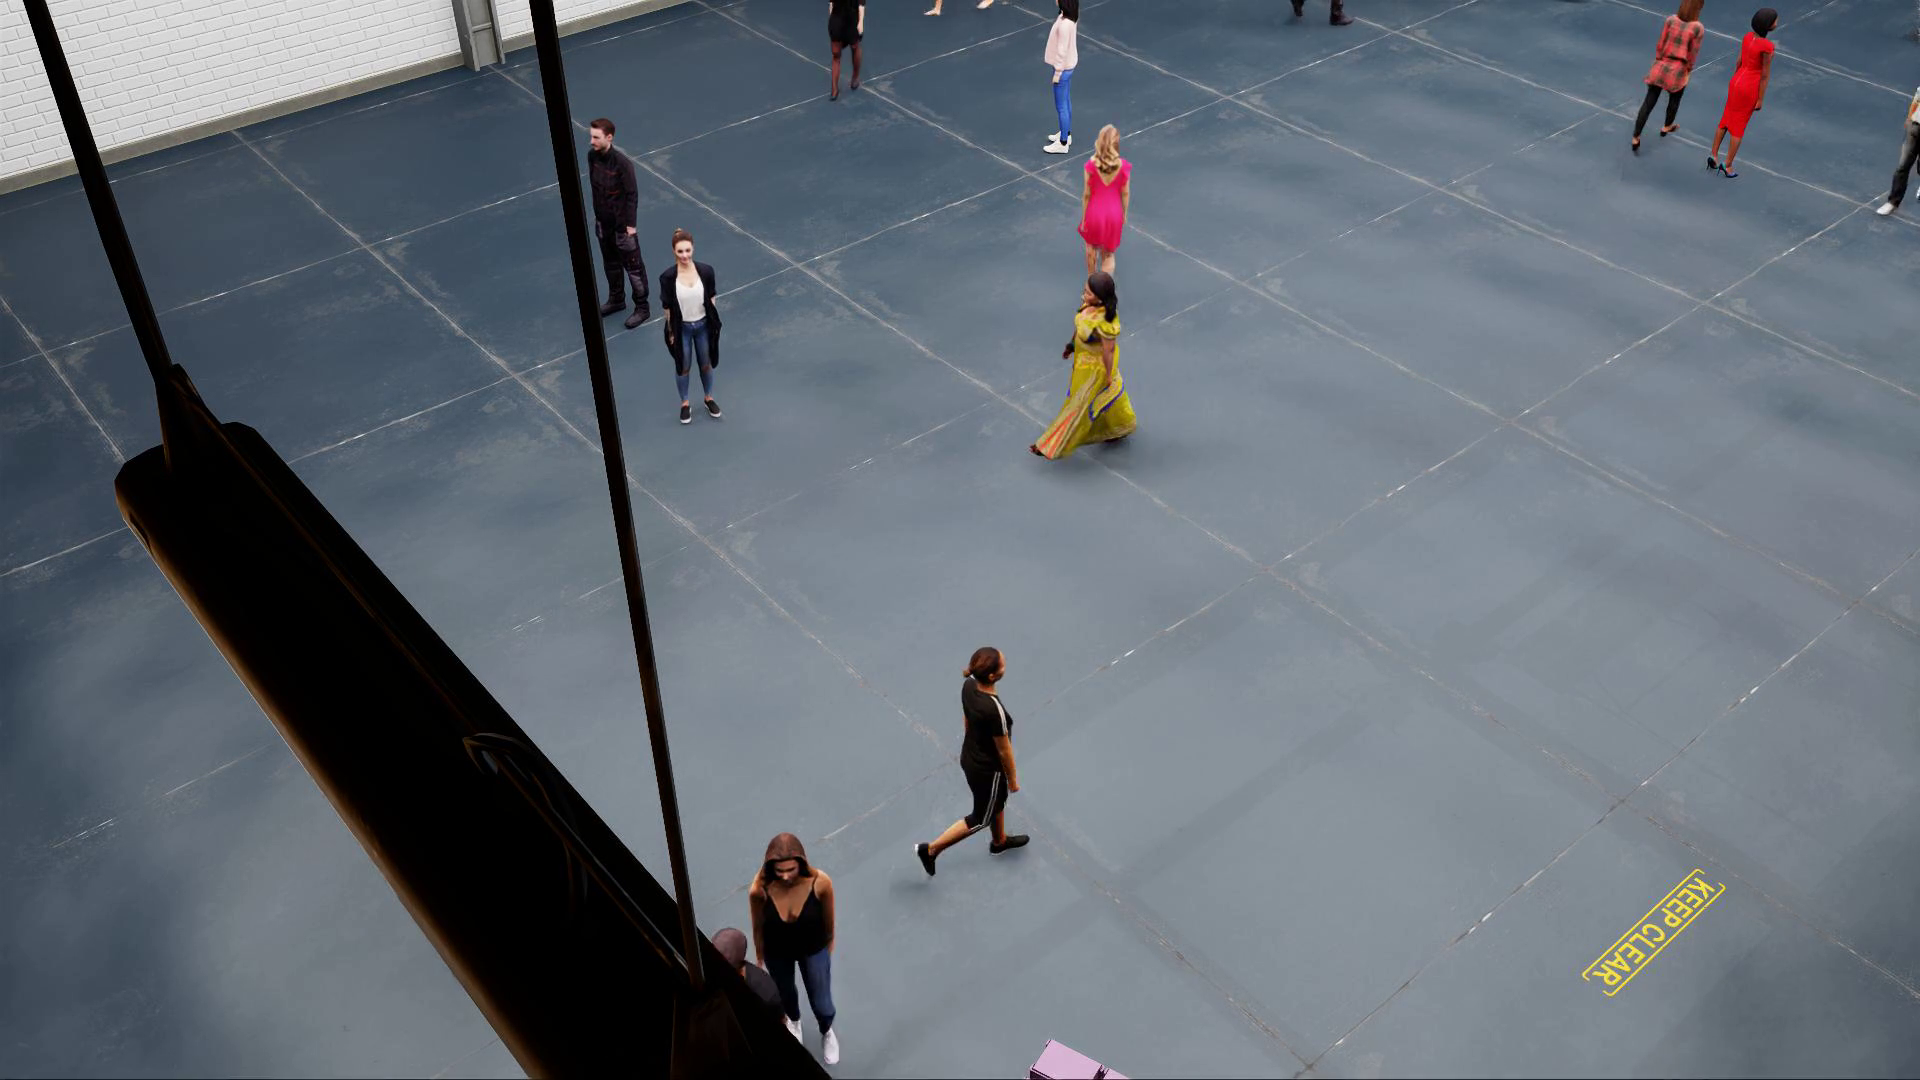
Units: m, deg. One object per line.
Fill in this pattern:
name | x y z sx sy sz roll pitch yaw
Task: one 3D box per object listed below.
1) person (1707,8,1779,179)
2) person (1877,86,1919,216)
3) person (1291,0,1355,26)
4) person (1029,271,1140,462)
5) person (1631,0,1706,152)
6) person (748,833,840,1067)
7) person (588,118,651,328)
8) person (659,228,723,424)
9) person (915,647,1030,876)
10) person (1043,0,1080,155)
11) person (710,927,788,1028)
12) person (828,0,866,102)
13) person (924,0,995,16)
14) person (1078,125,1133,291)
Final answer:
person | 7.961 -4.545 16.891 0.607 1.744 0.627 -12 40 -15
person | 9.515 -4.052 16.234 1.004 1.793 0.699 -23 44 -26
person | 4.447 -7.101 20.032 1.161 1.818 1.074 1 39 1
person | 1.132 -1.377 13.030 1.333 1.611 1.158 -6 39 -7
person | 7.361 -4.839 17.326 0.669 1.660 1.030 31 48 32
person | -0.854 2.050 8.661 0.699 1.709 0.765 0 39 -1
person | -3.024 -2.799 14.567 0.740 1.914 0.677 25 45 27
person | -2.166 -1.732 13.418 0.638 1.682 0.769 -10 40 -13
person | 0.071 1.320 9.627 1.062 1.644 0.815 -12 40 -15
person | 1.080 -4.910 17.327 0.789 1.769 0.691 9 39 11
person | -0.980 2.436 8.148 0.872 1.747 1.281 25 45 27
person | -1.227 -5.788 18.505 0.980 1.671 1.104 7 39 9
person | 0.082 -7.237 20.313 1.221 1.680 0.720 -20 43 -23
person | 1.282 -2.811 14.745 0.758 1.711 0.816 -1 39 -1
